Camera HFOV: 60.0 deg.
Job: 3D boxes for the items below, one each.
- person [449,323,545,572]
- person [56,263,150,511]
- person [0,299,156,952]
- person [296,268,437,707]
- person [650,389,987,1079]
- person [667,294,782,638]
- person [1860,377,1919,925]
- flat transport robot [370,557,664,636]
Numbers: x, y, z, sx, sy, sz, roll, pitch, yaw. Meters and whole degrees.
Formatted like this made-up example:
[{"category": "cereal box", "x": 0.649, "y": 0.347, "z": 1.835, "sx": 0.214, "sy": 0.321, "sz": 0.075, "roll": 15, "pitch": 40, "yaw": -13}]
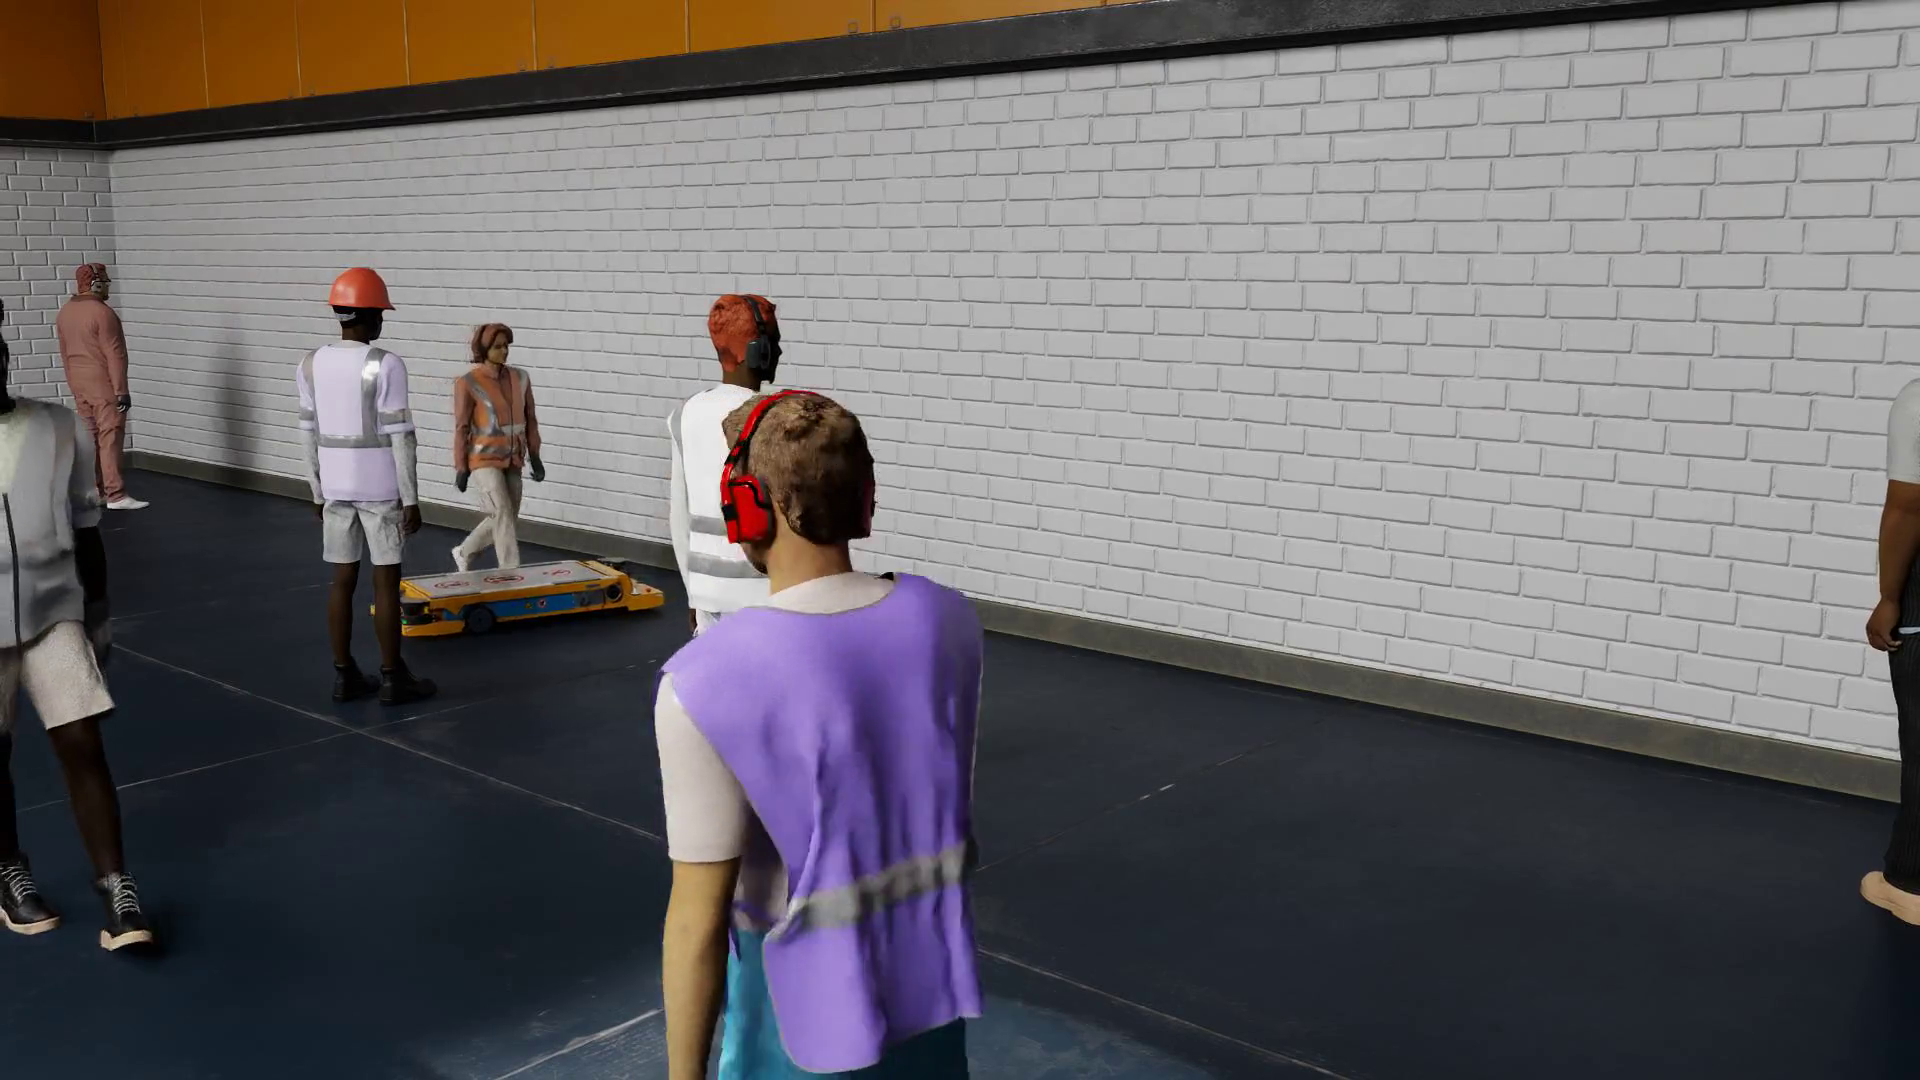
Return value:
[{"category": "person", "x": -2.699, "y": -0.441, "z": 9.513, "sx": 0.755, "sy": 1.612, "sz": 0.501, "roll": 6, "pitch": 11, "yaw": 29}, {"category": "person", "x": -6.633, "y": -1.177, "z": 12.866, "sx": 0.651, "sy": 1.907, "sz": 0.409, "roll": 6, "pitch": 11, "yaw": 29}, {"category": "person", "x": -2.646, "y": 0.256, "z": 4.667, "sx": 0.607, "sy": 1.914, "sz": 0.919, "roll": -9, "pitch": 14, "yaw": -43}, {"category": "person", "x": -2.629, "y": -0.230, "z": 7.386, "sx": 0.551, "sy": 1.934, "sz": 0.373, "roll": 3, "pitch": 10, "yaw": 17}, {"category": "person", "x": -0.159, "y": 0.701, "z": 2.438, "sx": 0.704, "sy": 1.829, "sz": 0.513, "roll": -9, "pitch": 13, "yaw": -42}, {"category": "person", "x": -0.661, "y": 0.186, "z": 5.171, "sx": 0.572, "sy": 1.883, "sz": 0.358, "roll": 9, "pitch": 14, "yaw": 43}, {"category": "person", "x": 3.049, "y": 0.140, "z": 4.985, "sx": 0.684, "sy": 2.000, "sz": 0.536, "roll": 1, "pitch": 10, "yaw": 5}, {"category": "flat transport robot", "x": -2.422, "y": 0.297, "z": 9.127, "sx": 1.431, "sy": 0.197, "sz": 0.652, "roll": -7, "pitch": 12, "yaw": -33}]
